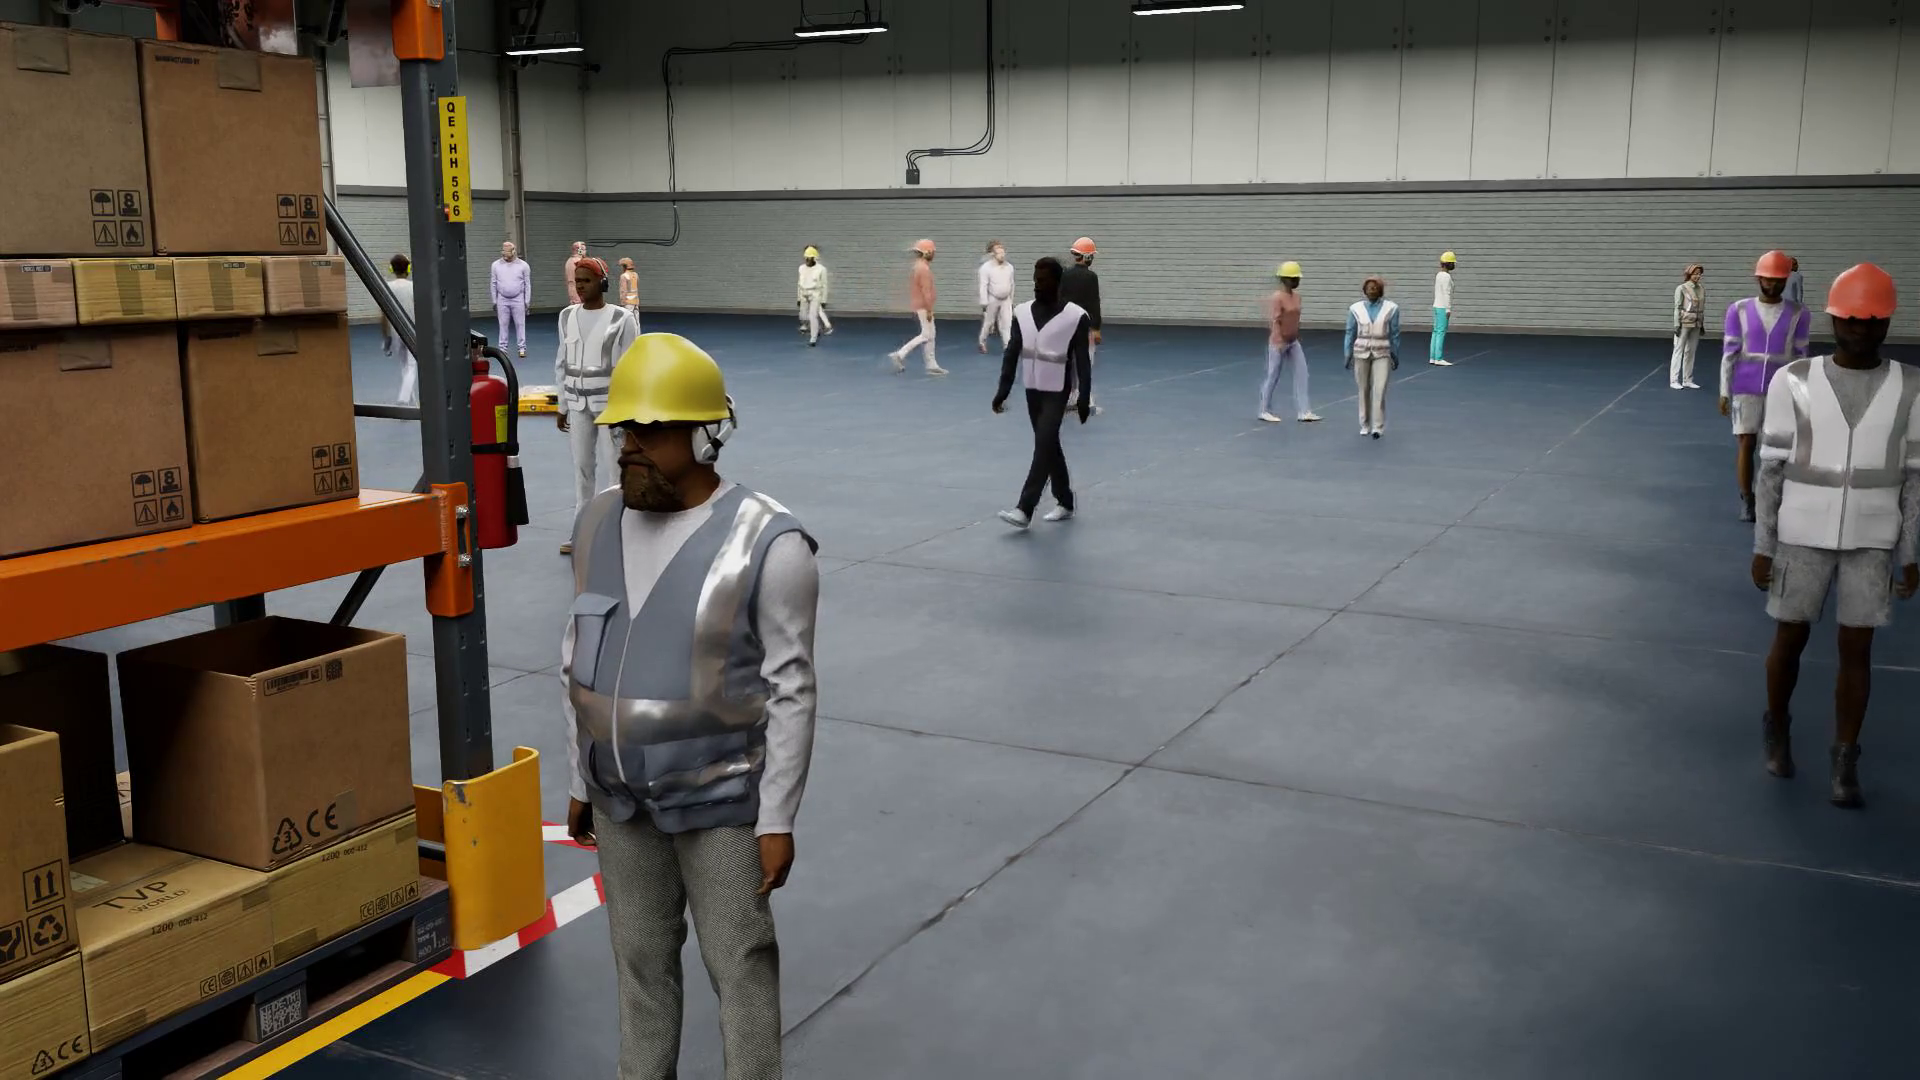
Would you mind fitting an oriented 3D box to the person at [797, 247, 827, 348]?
[{"bbox_3d":[-2.667,-4.397,30.124,0.610,1.814,0.494,6,12,30],"label":"person"}]

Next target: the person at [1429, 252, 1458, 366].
[{"bbox_3d":[7.557,-3.601,25.932,0.326,1.767,0.533,0,10,0],"label":"person"}]

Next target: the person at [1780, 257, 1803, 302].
[{"bbox_3d":[14.618,-4.168,29.382,0.278,1.633,0.507,-9,14,-41],"label":"person"}]

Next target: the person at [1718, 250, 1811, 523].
[{"bbox_3d":[5.627,-1.060,11.675,0.553,1.919,0.482,4,11,23],"label":"person"}]

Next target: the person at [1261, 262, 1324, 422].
[{"bbox_3d":[3.594,-2.113,17.910,0.541,1.731,0.820,-10,14,-42],"label":"person"}]

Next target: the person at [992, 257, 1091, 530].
[{"bbox_3d":[0.541,-1.008,11.525,0.598,1.867,0.967,9,14,40],"label":"person"}]

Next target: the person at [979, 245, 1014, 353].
[{"bbox_3d":[0.611,-4.076,28.260,0.658,1.872,0.936,-5,11,-24],"label":"person"}]

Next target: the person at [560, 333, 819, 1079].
[{"bbox_3d":[-0.576,0.498,3.394,0.590,1.833,0.404,5,12,26],"label":"person"}]

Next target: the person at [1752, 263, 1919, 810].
[{"bbox_3d":[3.180,-0.027,6.039,0.553,1.932,0.651,4,11,22],"label":"person"}]

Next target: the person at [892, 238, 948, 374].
[{"bbox_3d":[-0.569,-3.363,24.056,0.743,1.978,0.627,-1,10,-5],"label":"person"}]

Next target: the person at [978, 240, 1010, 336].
[{"bbox_3d":[0.700,-5.075,33.601,0.685,1.916,0.381,-1,10,-8],"label":"person"}]

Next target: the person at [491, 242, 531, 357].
[{"bbox_3d":[-7.448,-3.974,27.593,0.642,1.905,0.399,-1,10,-6],"label":"person"}]

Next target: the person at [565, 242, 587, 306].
[{"bbox_3d":[-6.705,-4.312,29.429,0.403,1.904,0.651,-8,13,-37],"label":"person"}]

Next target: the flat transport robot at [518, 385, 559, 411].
[{"bbox_3d":[-4.897,-1.666,19.452,0.652,0.197,1.431,-1,10,-6],"label":"flat transport robot"}]

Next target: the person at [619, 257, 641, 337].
[{"bbox_3d":[-5.739,-4.079,28.888,0.310,1.637,0.514,3,11,18],"label":"person"}]

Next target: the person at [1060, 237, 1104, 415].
[{"bbox_3d":[1.381,-2.412,18.820,0.381,1.994,0.622,-8,13,-36],"label":"person"}]

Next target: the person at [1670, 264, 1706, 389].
[{"bbox_3d":[9.631,-2.812,21.974,0.524,1.639,0.307,-5,11,-25],"label":"person"}]

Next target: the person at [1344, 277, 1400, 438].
[{"bbox_3d":[4.107,-1.813,16.633,0.540,1.601,0.805,3,11,18],"label":"person"}]

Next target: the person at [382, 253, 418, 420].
[{"bbox_3d":[-6.154,-2.261,18.442,0.516,1.836,0.920,1,10,4],"label":"person"}]

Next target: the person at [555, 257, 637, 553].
[{"bbox_3d":[-2.307,-0.838,10.545,0.573,1.883,0.355,4,11,19],"label":"person"}]

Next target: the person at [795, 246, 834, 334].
[{"bbox_3d":[-2.994,-5.135,34.182,0.997,1.819,0.520,5,12,27],"label":"person"}]
